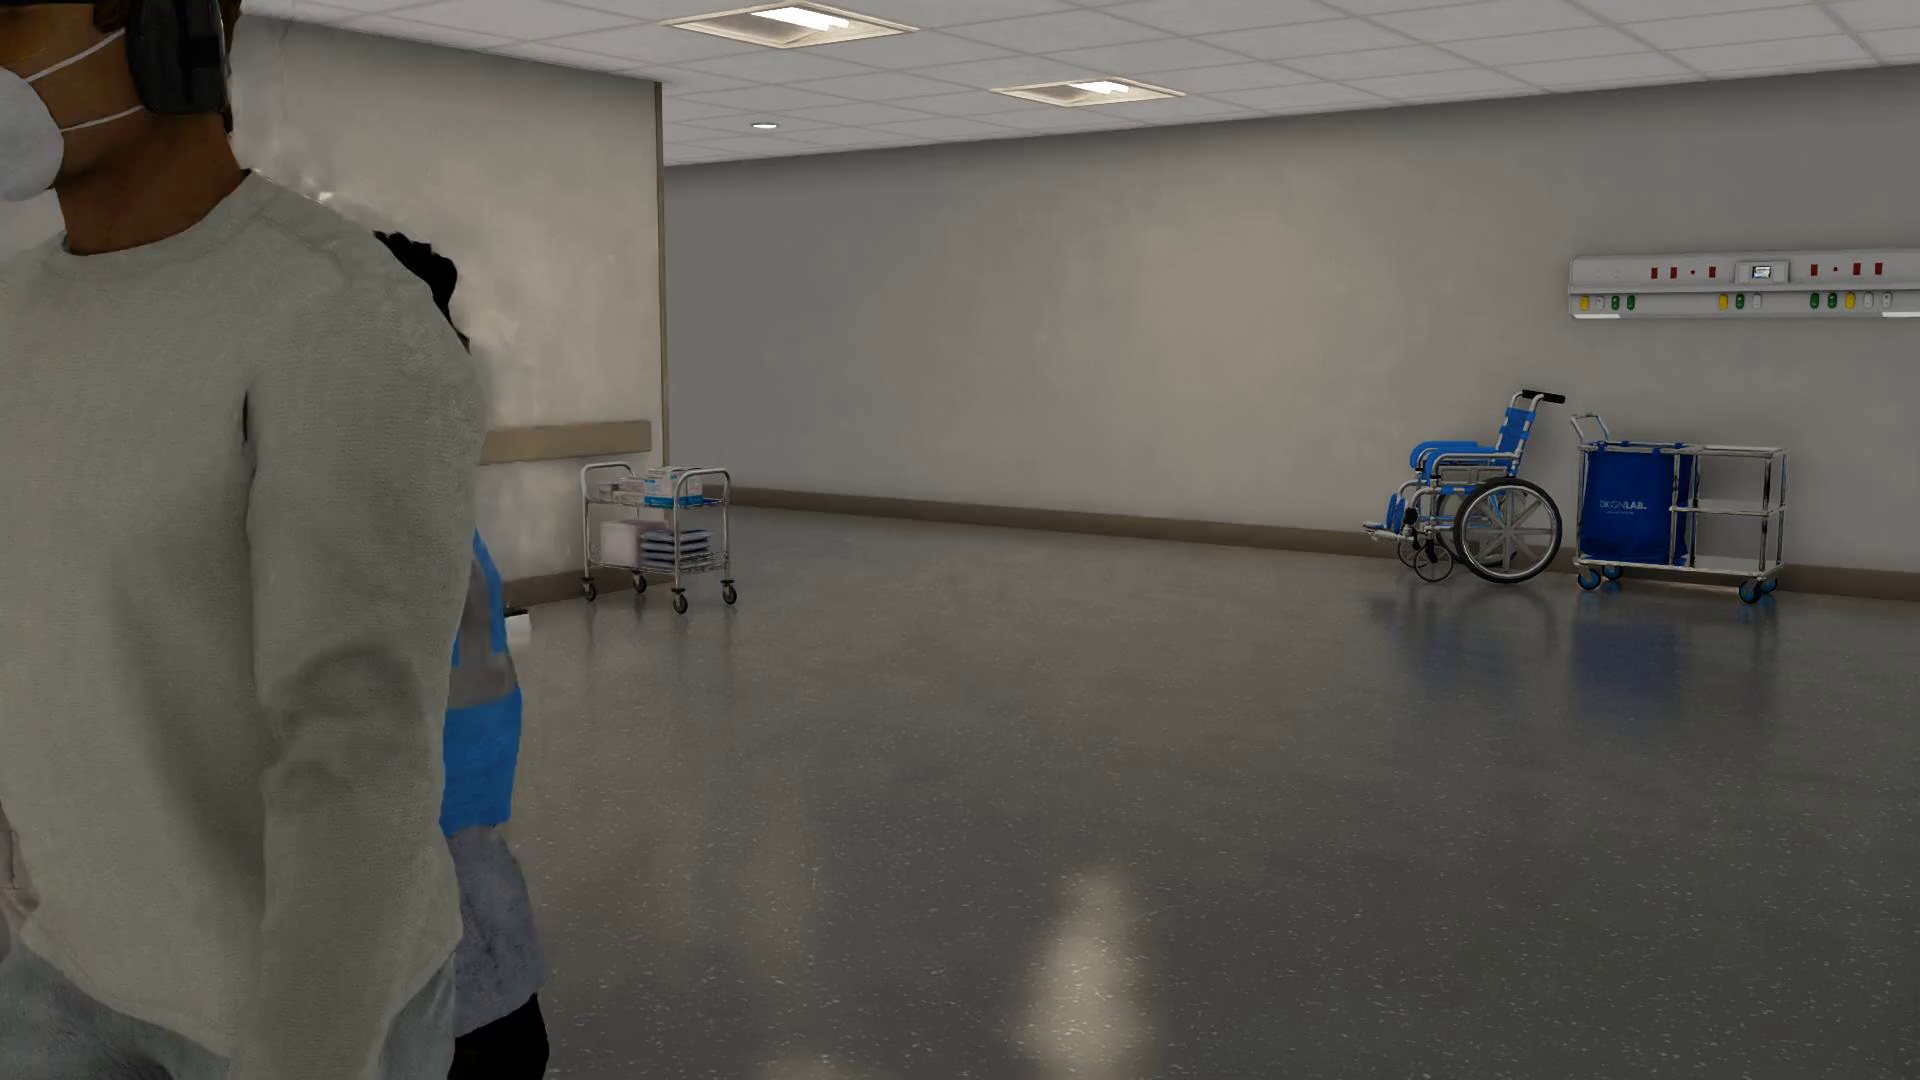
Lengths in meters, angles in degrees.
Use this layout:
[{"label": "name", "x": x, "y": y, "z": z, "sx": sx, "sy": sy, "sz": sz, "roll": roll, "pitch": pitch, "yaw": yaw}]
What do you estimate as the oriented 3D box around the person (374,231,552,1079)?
[{"label": "person", "x": -0.770, "y": 0.394, "z": 2.413, "sx": 0.422, "sy": 1.673, "sz": 0.557, "roll": -2, "pitch": 7, "yaw": -13}]
